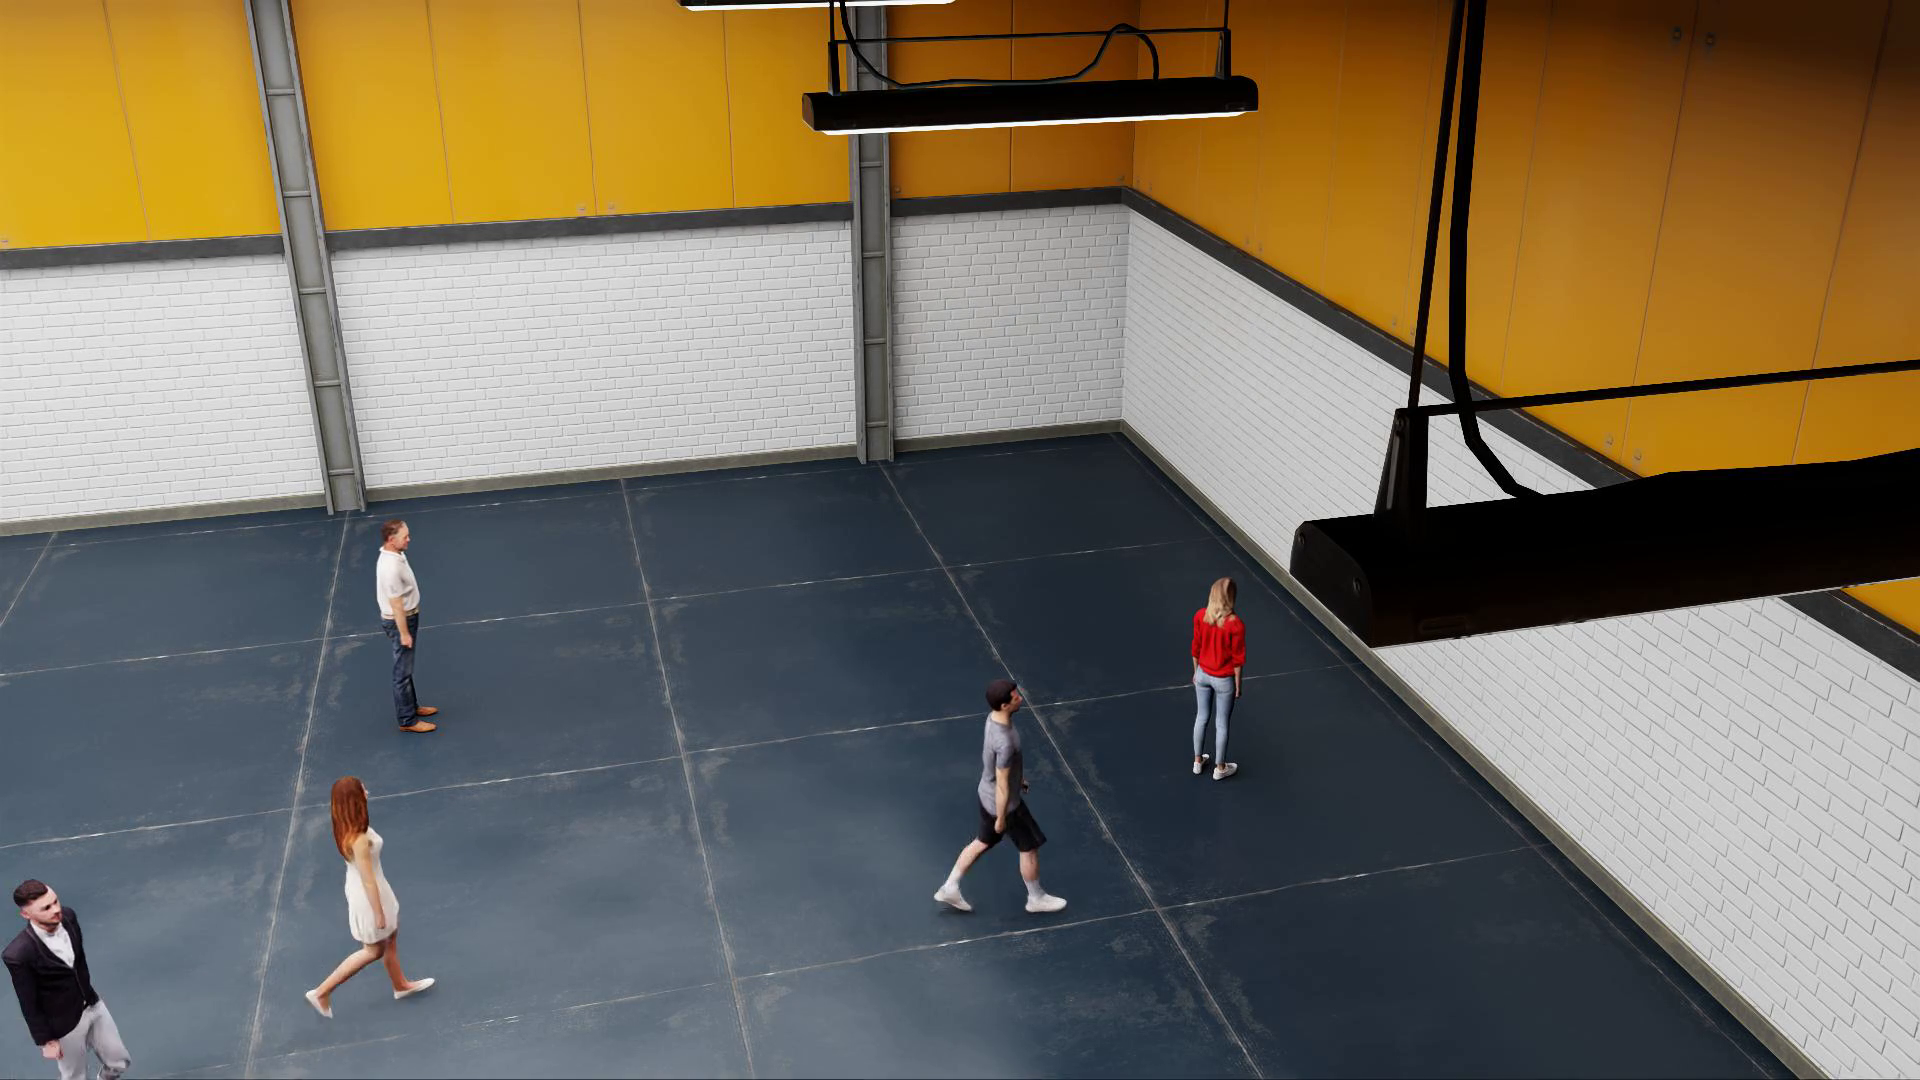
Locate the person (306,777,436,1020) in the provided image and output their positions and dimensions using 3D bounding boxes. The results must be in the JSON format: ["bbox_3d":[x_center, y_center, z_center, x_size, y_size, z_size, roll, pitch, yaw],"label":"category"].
[{"bbox_3d":[-3.788,2.261,10.389,1.077,1.690,0.764,-15,28,-30],"label":"person"}]

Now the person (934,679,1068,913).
[{"bbox_3d":[0.189,1.760,11.330,1.168,1.854,0.708,-4,24,-10],"label":"person"}]

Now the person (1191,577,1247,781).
[{"bbox_3d":[2.016,1.080,13.073,0.688,1.703,0.714,17,29,34],"label":"person"}]

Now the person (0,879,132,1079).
[{"bbox_3d":[-5.073,2.658,9.312,0.805,1.825,0.785,7,24,15],"label":"person"}]

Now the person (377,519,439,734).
[{"bbox_3d":[-4.652,0.690,13.784,0.569,1.849,0.668,-5,24,-11],"label":"person"}]
